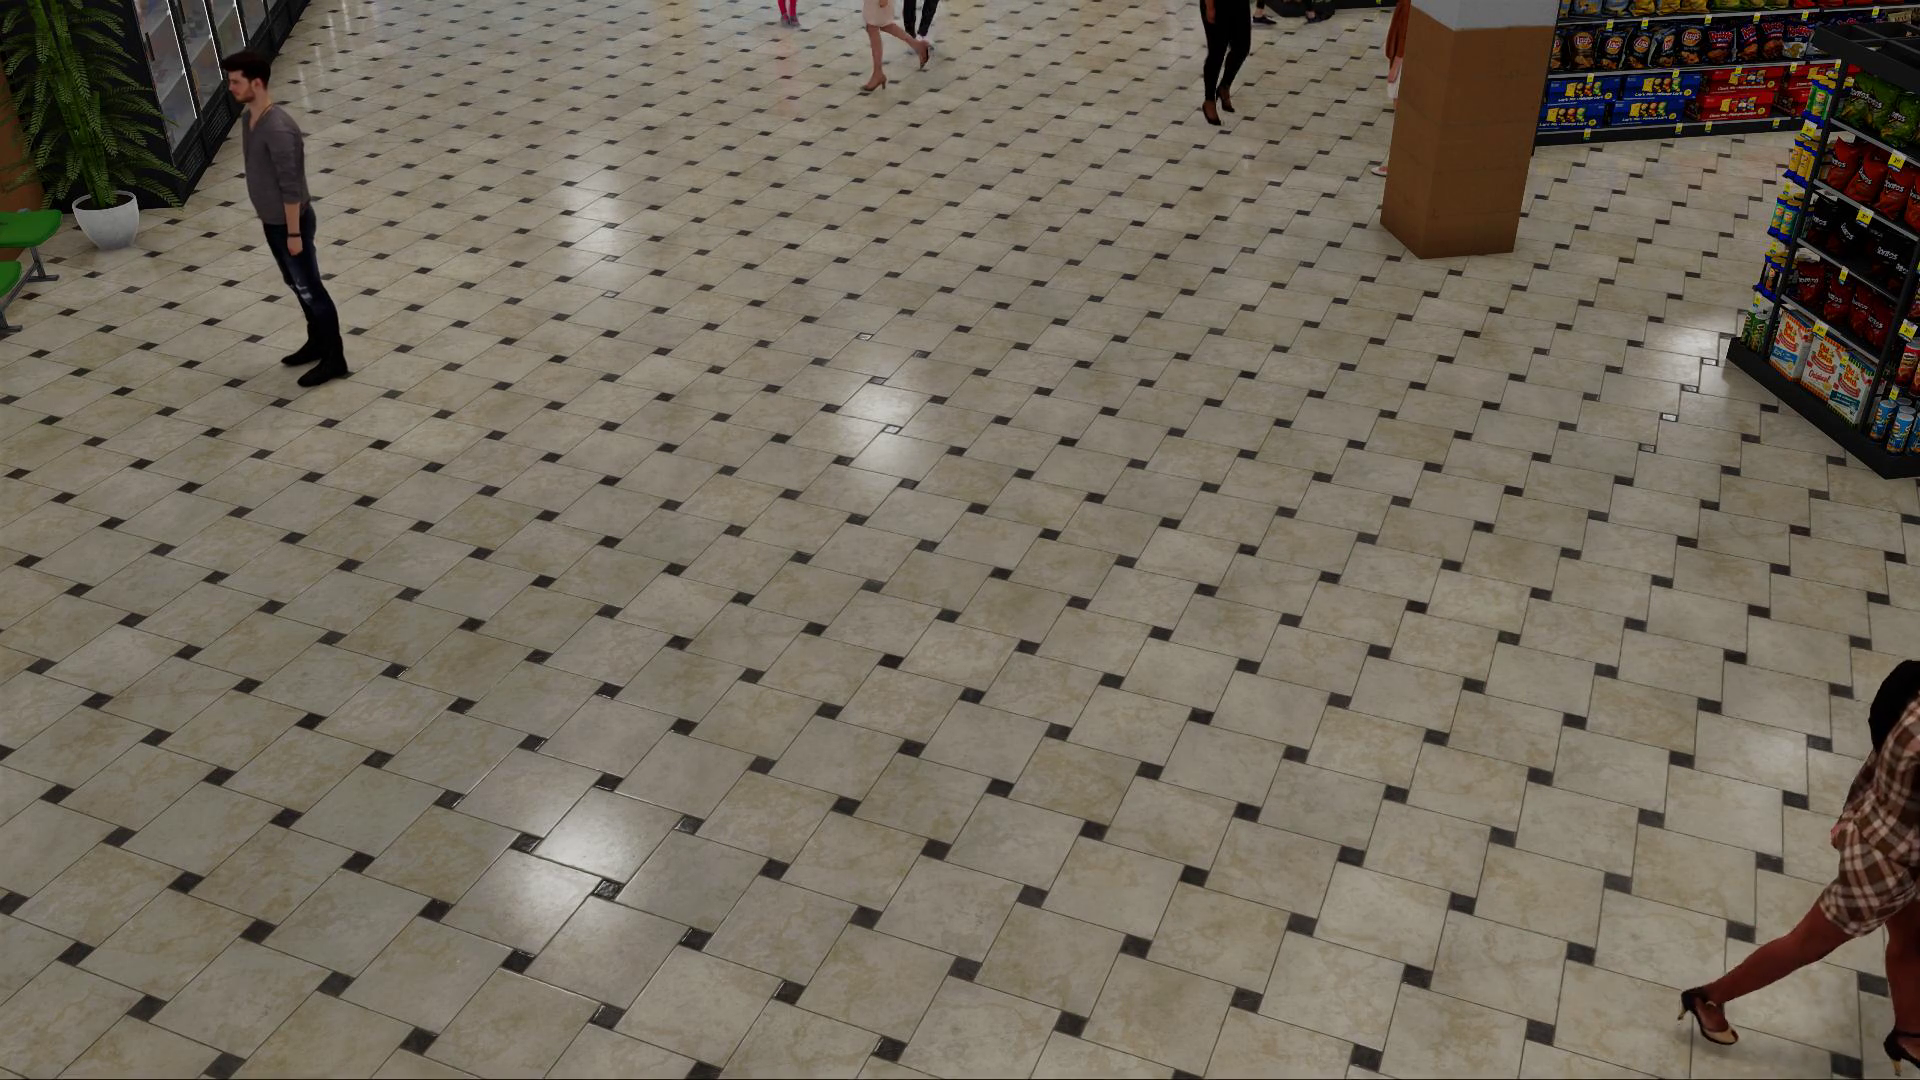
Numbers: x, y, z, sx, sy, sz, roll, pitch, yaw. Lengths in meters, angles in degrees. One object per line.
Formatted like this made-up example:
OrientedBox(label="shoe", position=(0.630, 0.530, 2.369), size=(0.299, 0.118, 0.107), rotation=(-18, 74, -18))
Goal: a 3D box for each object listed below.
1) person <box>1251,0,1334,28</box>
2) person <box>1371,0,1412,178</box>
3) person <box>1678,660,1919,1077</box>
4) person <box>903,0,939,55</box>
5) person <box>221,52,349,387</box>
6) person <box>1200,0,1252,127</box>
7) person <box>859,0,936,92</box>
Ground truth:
OrientedBox(label="person", position=(3.065, -5.787, 16.060), size=(1.028, 1.672, 0.673), rotation=(-1, 32, -2))
OrientedBox(label="person", position=(3.409, -3.589, 12.478), size=(0.766, 1.724, 0.680), rotation=(28, 41, 37))
OrientedBox(label="person", position=(2.711, 1.001, 5.083), size=(1.167, 1.743, 0.955), rotation=(11, 34, 17))
OrientedBox(label="person", position=(-0.460, -5.309, 15.284), size=(0.700, 1.680, 0.770), rotation=(19, 37, 28))
OrientedBox(label="person", position=(-3.828, -1.832, 9.487), size=(0.748, 1.901, 0.772), rotation=(-24, 39, -33))
OrientedBox(label="person", position=(2.116, -4.361, 13.612), size=(0.681, 1.837, 0.810), rotation=(-19, 37, -28))
OrientedBox(label="person", position=(-0.593, -4.730, 14.314), size=(0.886, 1.721, 0.582), rotation=(-6, 32, -9))
